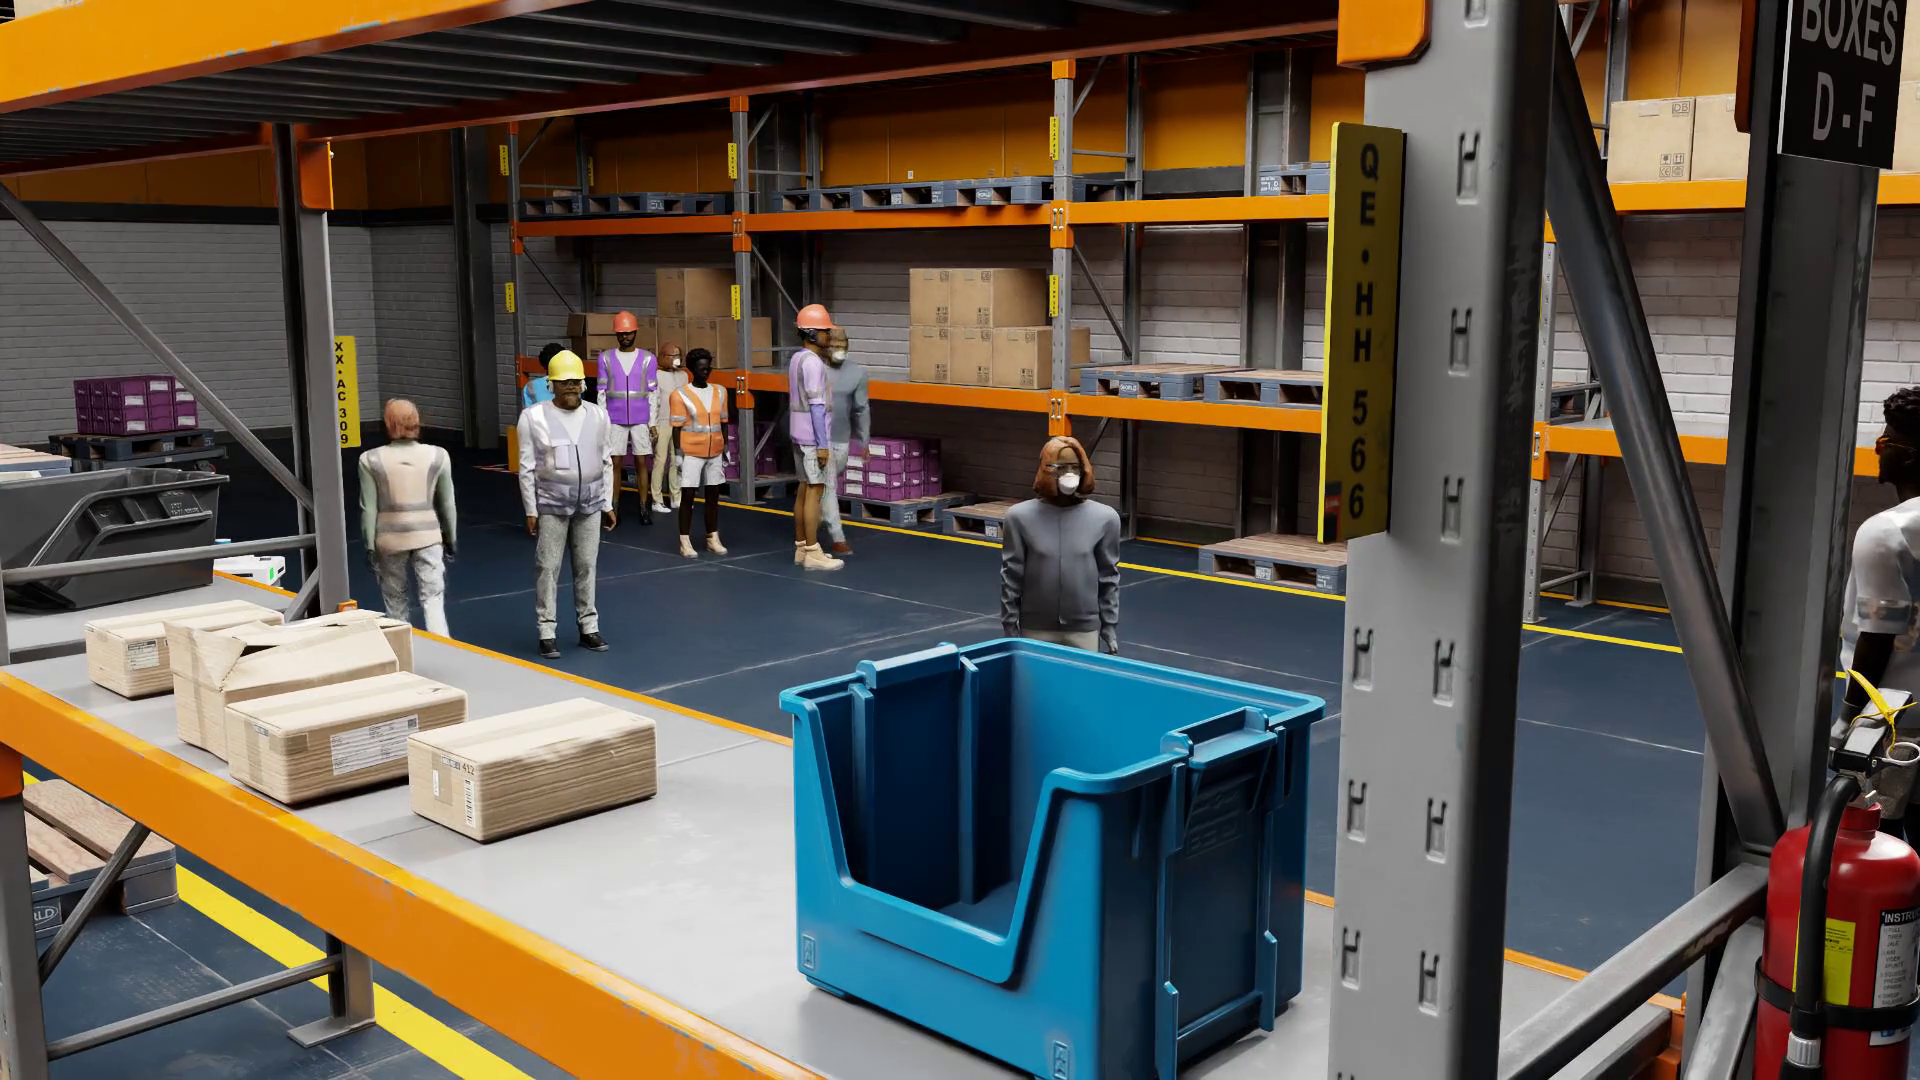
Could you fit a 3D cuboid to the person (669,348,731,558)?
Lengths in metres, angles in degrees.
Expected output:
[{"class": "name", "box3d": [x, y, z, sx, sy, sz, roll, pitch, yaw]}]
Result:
[{"class": "person", "box3d": [-2.085, -0.697, 13.374, 0.538, 1.689, 0.321, -8, 12, -40]}]

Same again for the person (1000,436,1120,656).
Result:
[{"class": "person", "box3d": [0.415, 0.383, 6.899, 0.500, 1.636, 0.280, 0, 9, -2]}]

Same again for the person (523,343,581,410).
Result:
[{"class": "person", "box3d": [-3.402, -0.808, 14.012, 0.529, 1.697, 0.321, 1, 9, 9]}]

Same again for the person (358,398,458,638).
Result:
[{"class": "person", "box3d": [-3.018, 0.027, 9.154, 0.525, 1.612, 0.723, -5, 10, -27]}]

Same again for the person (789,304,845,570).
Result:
[{"class": "person", "box3d": [-1.120, -0.788, 12.839, 0.377, 2.044, 0.607, -3, 10, -19]}]

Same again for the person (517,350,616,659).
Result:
[{"class": "person", "box3d": [-2.339, -0.217, 9.972, 0.589, 1.835, 0.400, -6, 11, -33]}]

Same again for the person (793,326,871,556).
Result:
[{"class": "person", "box3d": [-1.100, -0.846, 13.792, 0.641, 1.870, 1.057, -4, 10, -23]}]

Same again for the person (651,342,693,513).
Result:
[{"class": "person", "box3d": [-2.769, -1.074, 15.875, 0.283, 1.626, 0.493, 6, 11, 34]}]

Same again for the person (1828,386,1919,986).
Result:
[{"class": "person", "box3d": [2.926, 0.500, 5.174, 0.607, 1.966, 0.367, -6, 11, -31]}]

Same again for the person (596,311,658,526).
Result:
[{"class": "person", "box3d": [-2.991, -1.088, 14.996, 0.544, 1.939, 0.354, -2, 9, -12]}]

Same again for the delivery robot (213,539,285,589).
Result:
[{"class": "delivery robot", "box3d": [-4.786, 0.235, 10.830, 0.707, 0.478, 0.477, -2, 9, -9]}]
